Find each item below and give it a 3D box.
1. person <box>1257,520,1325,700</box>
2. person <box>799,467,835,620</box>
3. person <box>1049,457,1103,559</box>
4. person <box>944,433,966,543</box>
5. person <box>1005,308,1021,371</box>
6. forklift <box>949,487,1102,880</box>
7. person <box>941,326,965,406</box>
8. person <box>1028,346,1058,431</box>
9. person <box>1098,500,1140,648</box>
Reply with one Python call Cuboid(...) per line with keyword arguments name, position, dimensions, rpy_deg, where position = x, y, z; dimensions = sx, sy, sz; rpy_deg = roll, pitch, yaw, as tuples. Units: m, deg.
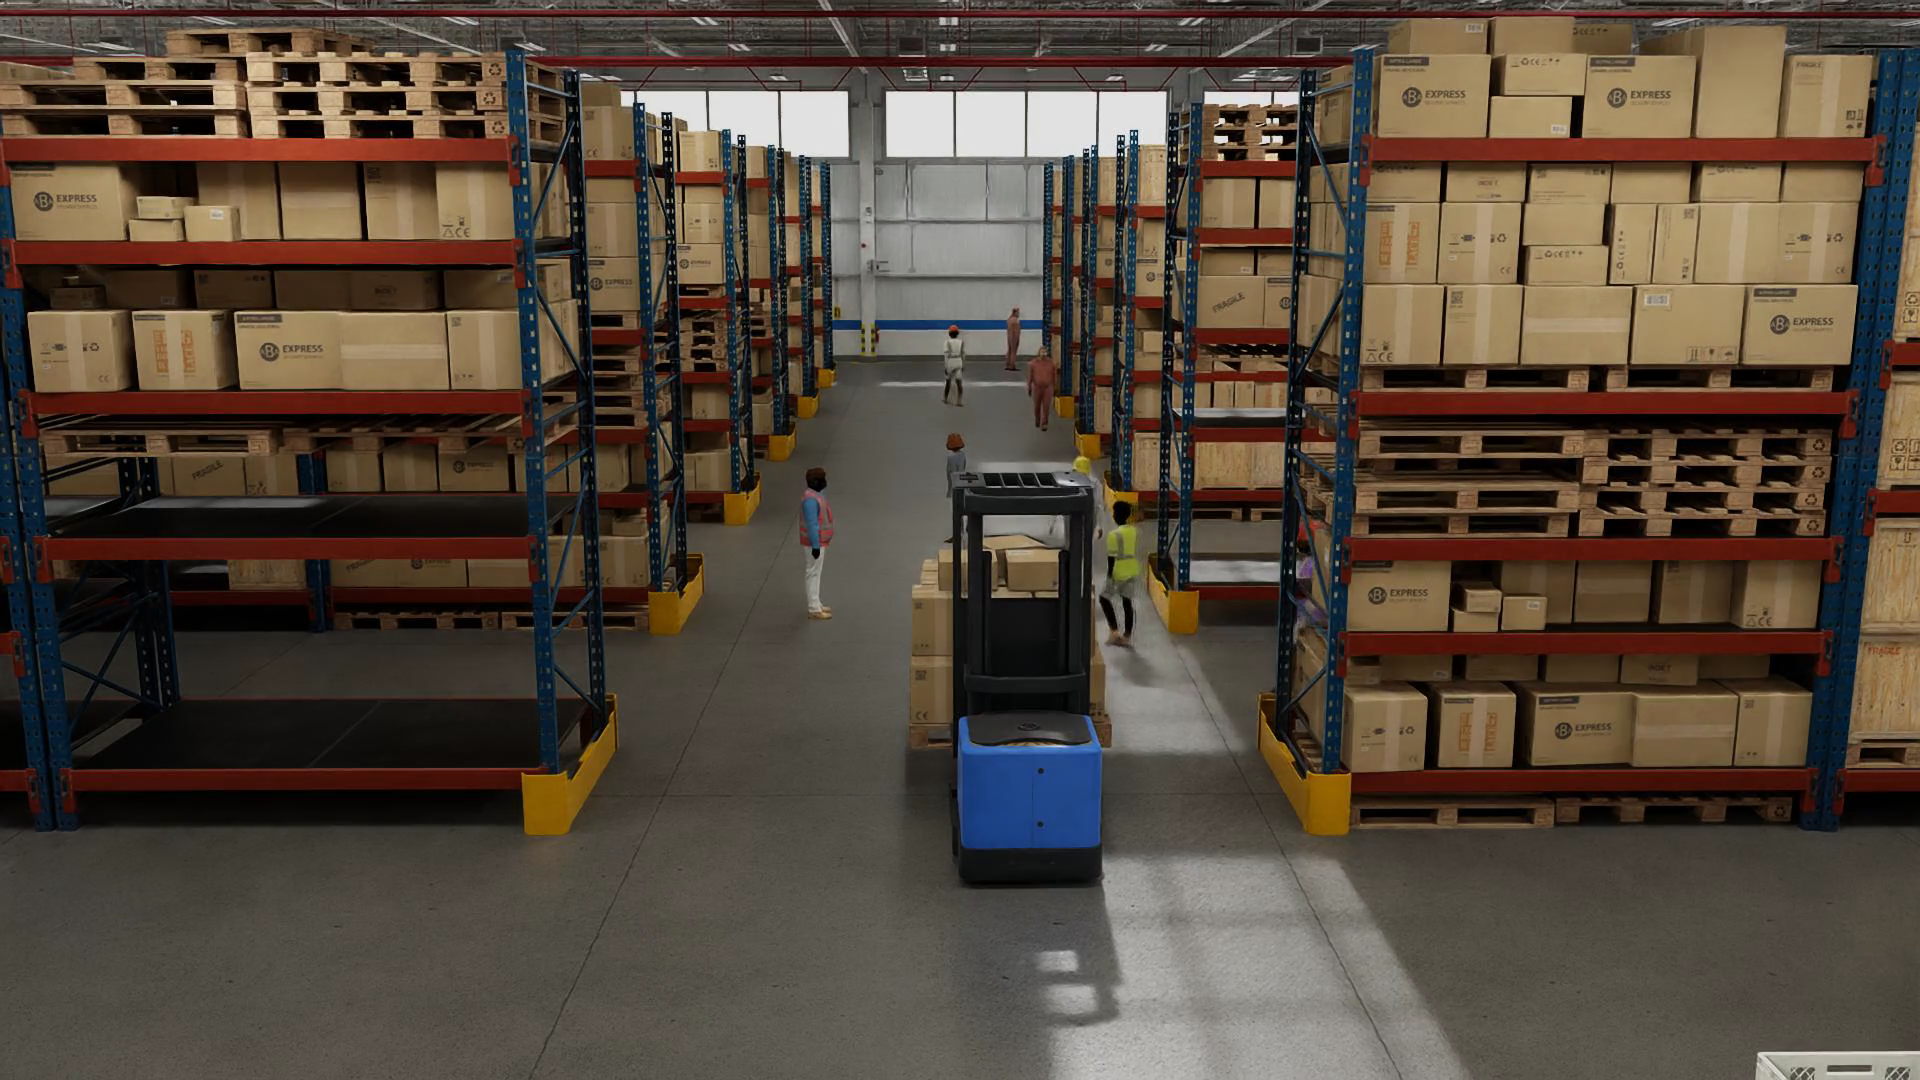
Cuboid(name="person", position=(3.422, 0.741, 16.467), dimensions=(0.819, 1.903, 0.564), rpy_deg=(1, 11, 6))
Cuboid(name="person", position=(-1.731, 0.033, 20.124), dimensions=(0.429, 1.844, 0.624), rpy_deg=(-1, 11, -3))
Cuboid(name="person", position=(1.457, -0.166, 21.231), dimensions=(0.673, 1.789, 0.716), rpy_deg=(4, 12, 18))
Cuboid(name="person", position=(-0.067, -0.765, 24.595), dimensions=(0.270, 1.632, 0.508), rpy_deg=(5, 12, 23))
Cuboid(name="person", position=(1.640, -6.044, 50.135), dimensions=(0.409, 1.895, 0.661), rpy_deg=(-5, 12, -23))
Cuboid(name="forklift", position=(0.495, 0.986, 12.813), dimensions=(1.129, 2.768, 1.873), rpy_deg=(0, 11, -2))
Cuboid(name="person", position=(-0.160, -4.349, 41.491), dimensions=(0.627, 1.983, 1.066), rpy_deg=(-5, 12, -24))
Cuboid(name="person", position=(1.836, -3.357, 36.781), dimensions=(0.670, 1.892, 0.452), rpy_deg=(0, 11, 2))
Cuboid(name="person", position=(1.820, 0.390, 18.780), dimensions=(0.537, 1.672, 0.436), rpy_deg=(-11, 16, -43))
